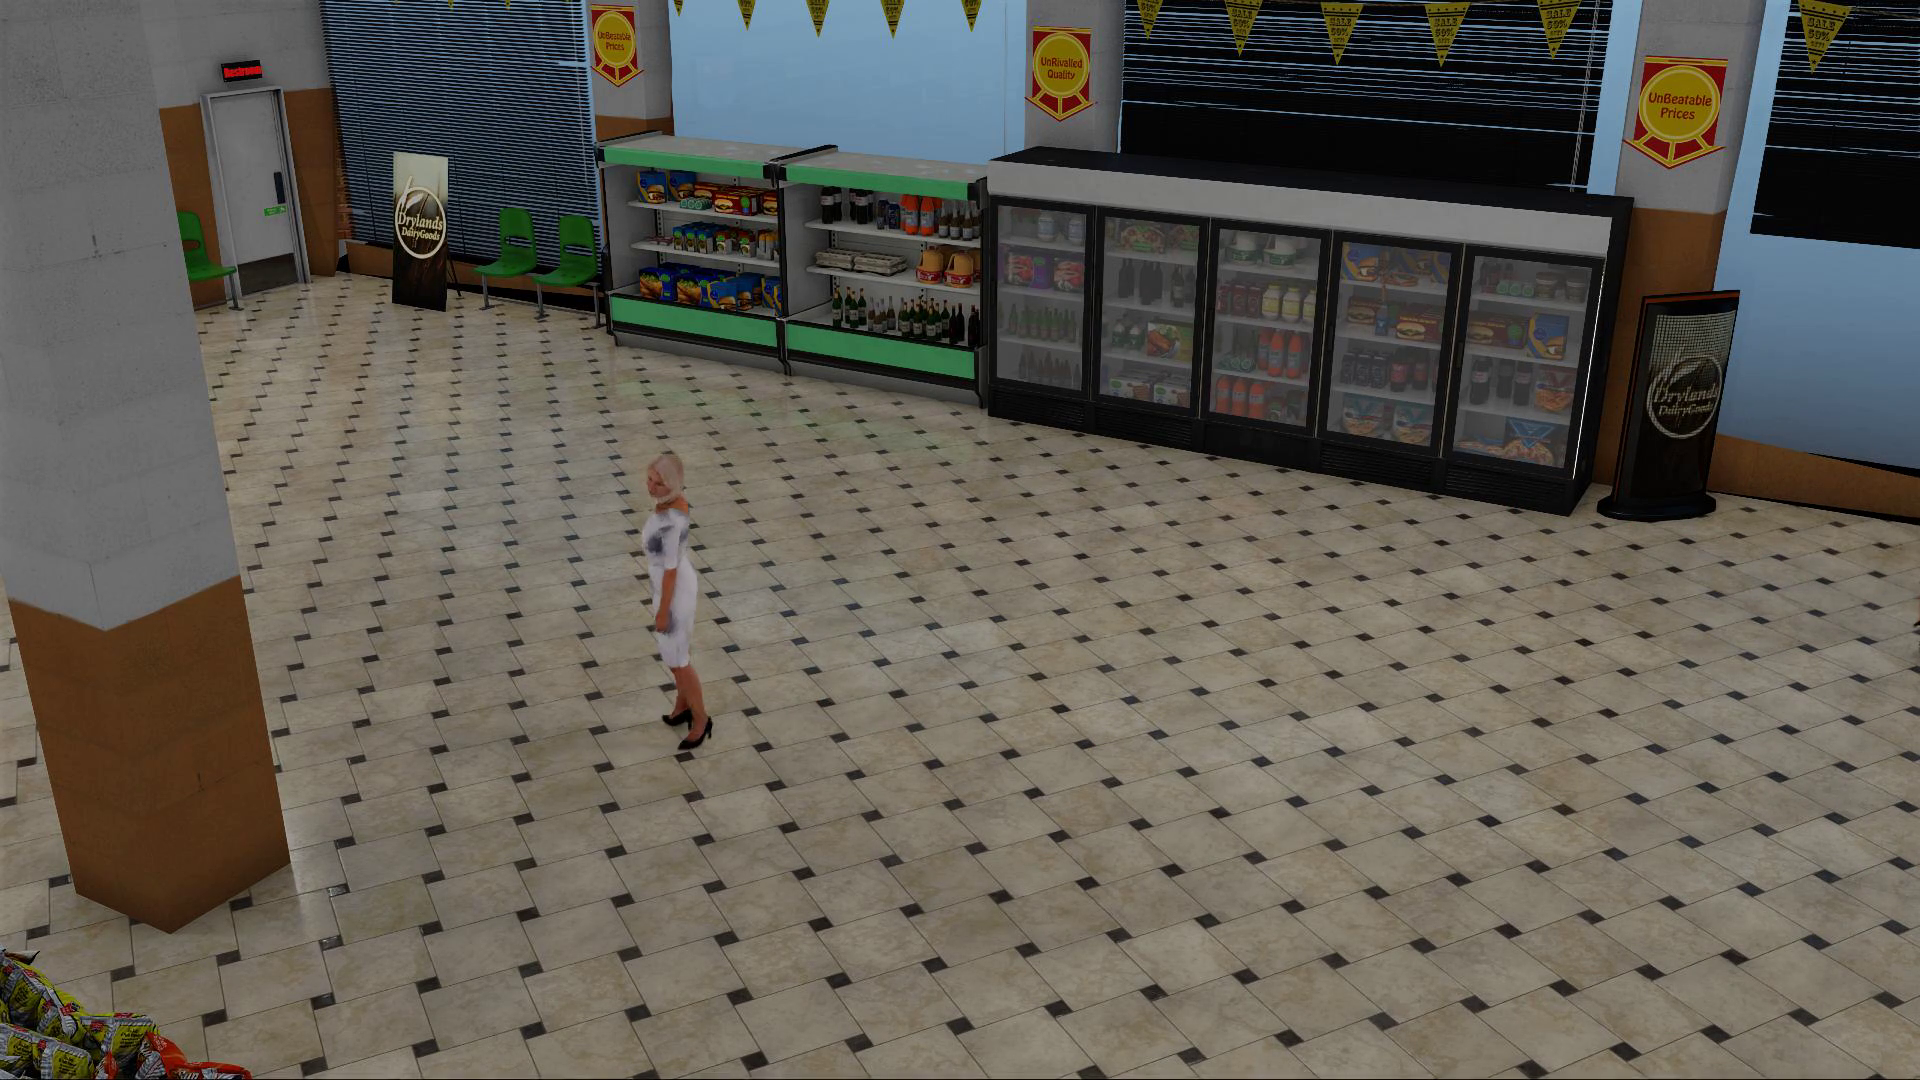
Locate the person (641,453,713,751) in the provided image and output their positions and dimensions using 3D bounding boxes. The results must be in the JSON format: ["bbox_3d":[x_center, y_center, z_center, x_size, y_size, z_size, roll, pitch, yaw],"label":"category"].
[{"bbox_3d":[-1.596,0.297,9.252,0.754,1.730,0.717,2,22,6],"label":"person"}]
